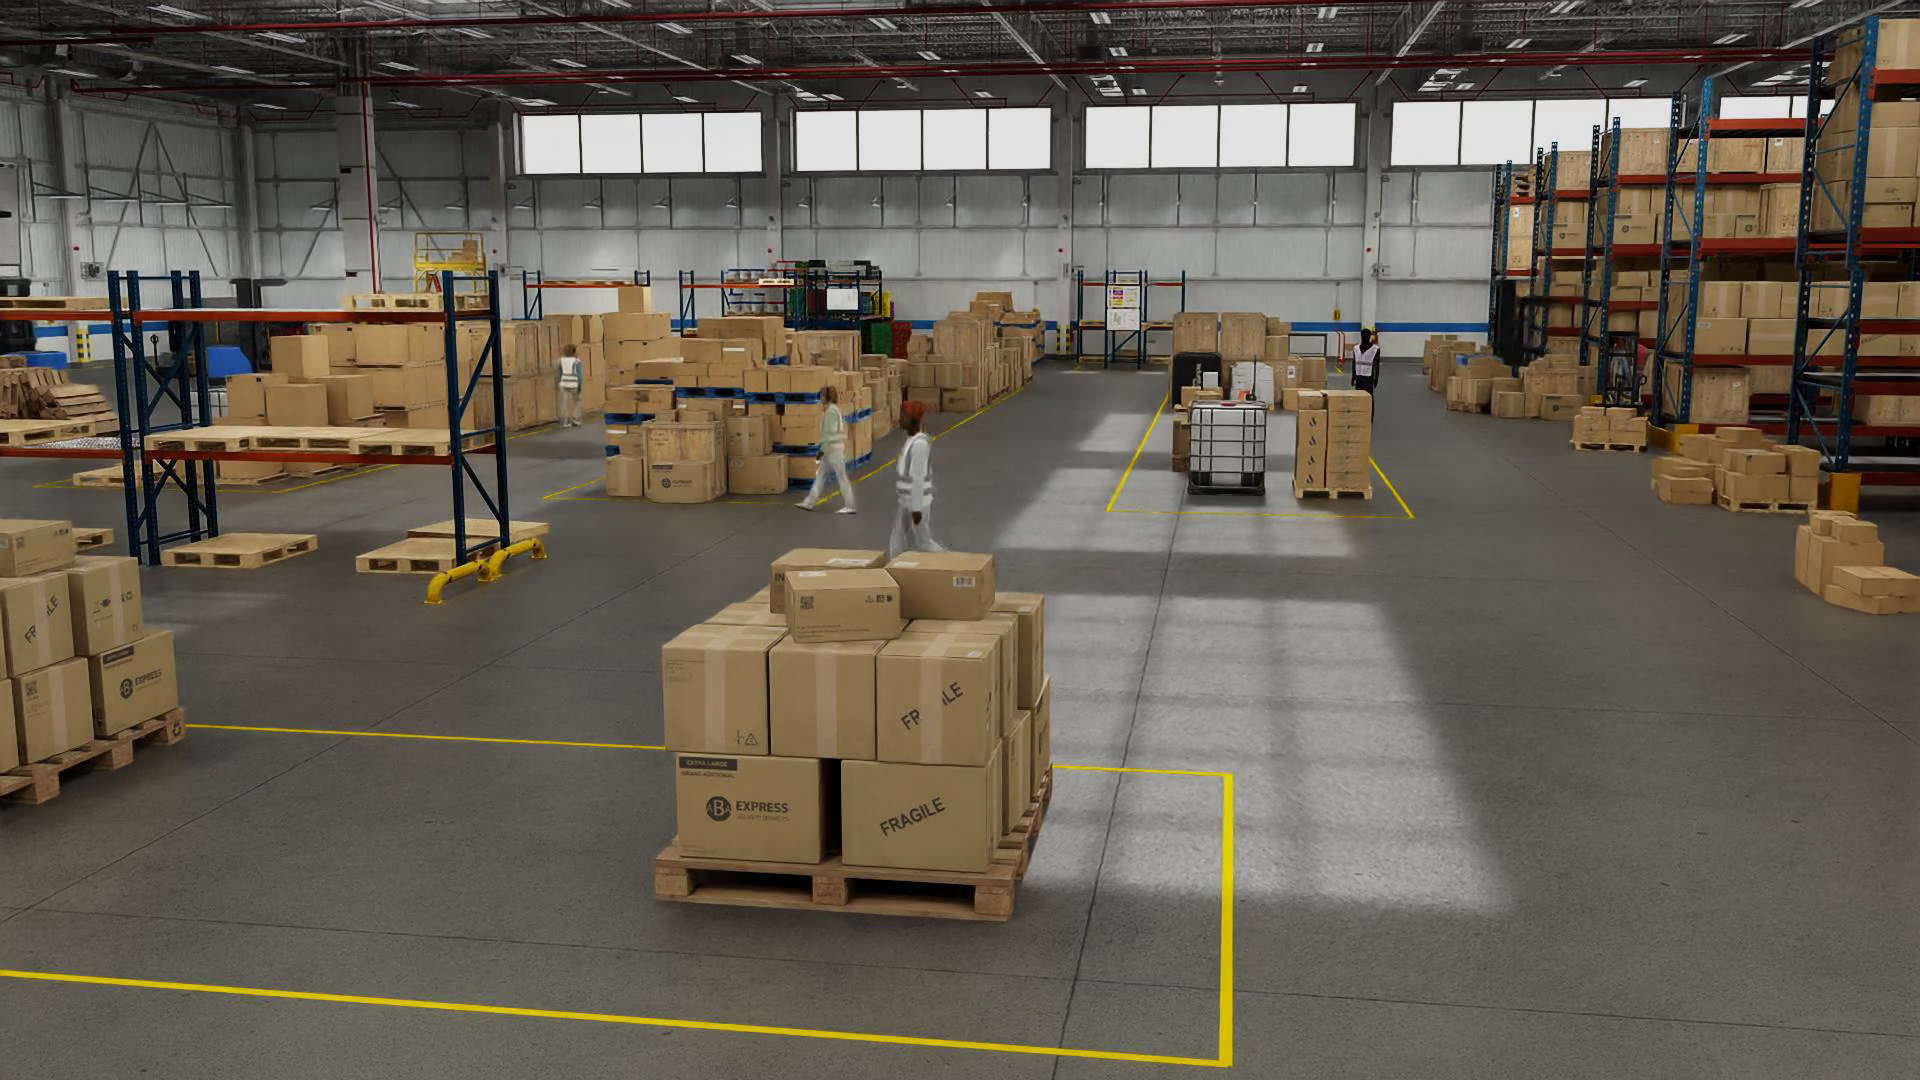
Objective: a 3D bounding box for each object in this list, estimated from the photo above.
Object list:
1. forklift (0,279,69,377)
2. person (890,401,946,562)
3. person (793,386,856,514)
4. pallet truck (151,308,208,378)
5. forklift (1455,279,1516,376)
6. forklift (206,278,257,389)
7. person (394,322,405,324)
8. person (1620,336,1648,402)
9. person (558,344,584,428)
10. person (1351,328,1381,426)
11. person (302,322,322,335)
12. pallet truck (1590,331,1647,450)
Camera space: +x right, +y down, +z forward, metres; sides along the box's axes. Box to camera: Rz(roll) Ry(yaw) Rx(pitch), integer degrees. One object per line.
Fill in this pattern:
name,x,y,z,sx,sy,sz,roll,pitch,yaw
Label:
forklift,-22.375,-4.792,39.470,1.873,2.768,1.129,1,9,9
person,-0.357,-0.361,15.312,0.884,1.855,0.584,-2,9,-12
person,-1.677,-1.105,20.650,0.832,1.595,0.533,-1,9,-4
pallet truck,-21.869,-5.598,47.154,0.823,1.965,1.885,4,10,26
forklift,12.284,-4.508,37.716,1.873,2.768,1.129,1,9,9
forklift,-18.372,-5.330,42.786,1.873,2.768,1.129,-3,10,-18
person,-13.728,-4.539,40.807,0.549,1.937,0.358,2,9,12
person,13.060,-3.121,32.367,0.626,1.842,0.429,-6,11,-31
person,-7.494,-2.967,32.088,0.534,1.618,0.578,2,9,14
person,7.921,-3.172,32.478,0.397,1.911,0.587,-8,12,-42
person,-17.877,-5.374,46.040,0.656,1.906,0.900,-2,9,-12
pallet truck,11.253,-2.573,28.499,0.823,1.965,1.885,5,10,27
